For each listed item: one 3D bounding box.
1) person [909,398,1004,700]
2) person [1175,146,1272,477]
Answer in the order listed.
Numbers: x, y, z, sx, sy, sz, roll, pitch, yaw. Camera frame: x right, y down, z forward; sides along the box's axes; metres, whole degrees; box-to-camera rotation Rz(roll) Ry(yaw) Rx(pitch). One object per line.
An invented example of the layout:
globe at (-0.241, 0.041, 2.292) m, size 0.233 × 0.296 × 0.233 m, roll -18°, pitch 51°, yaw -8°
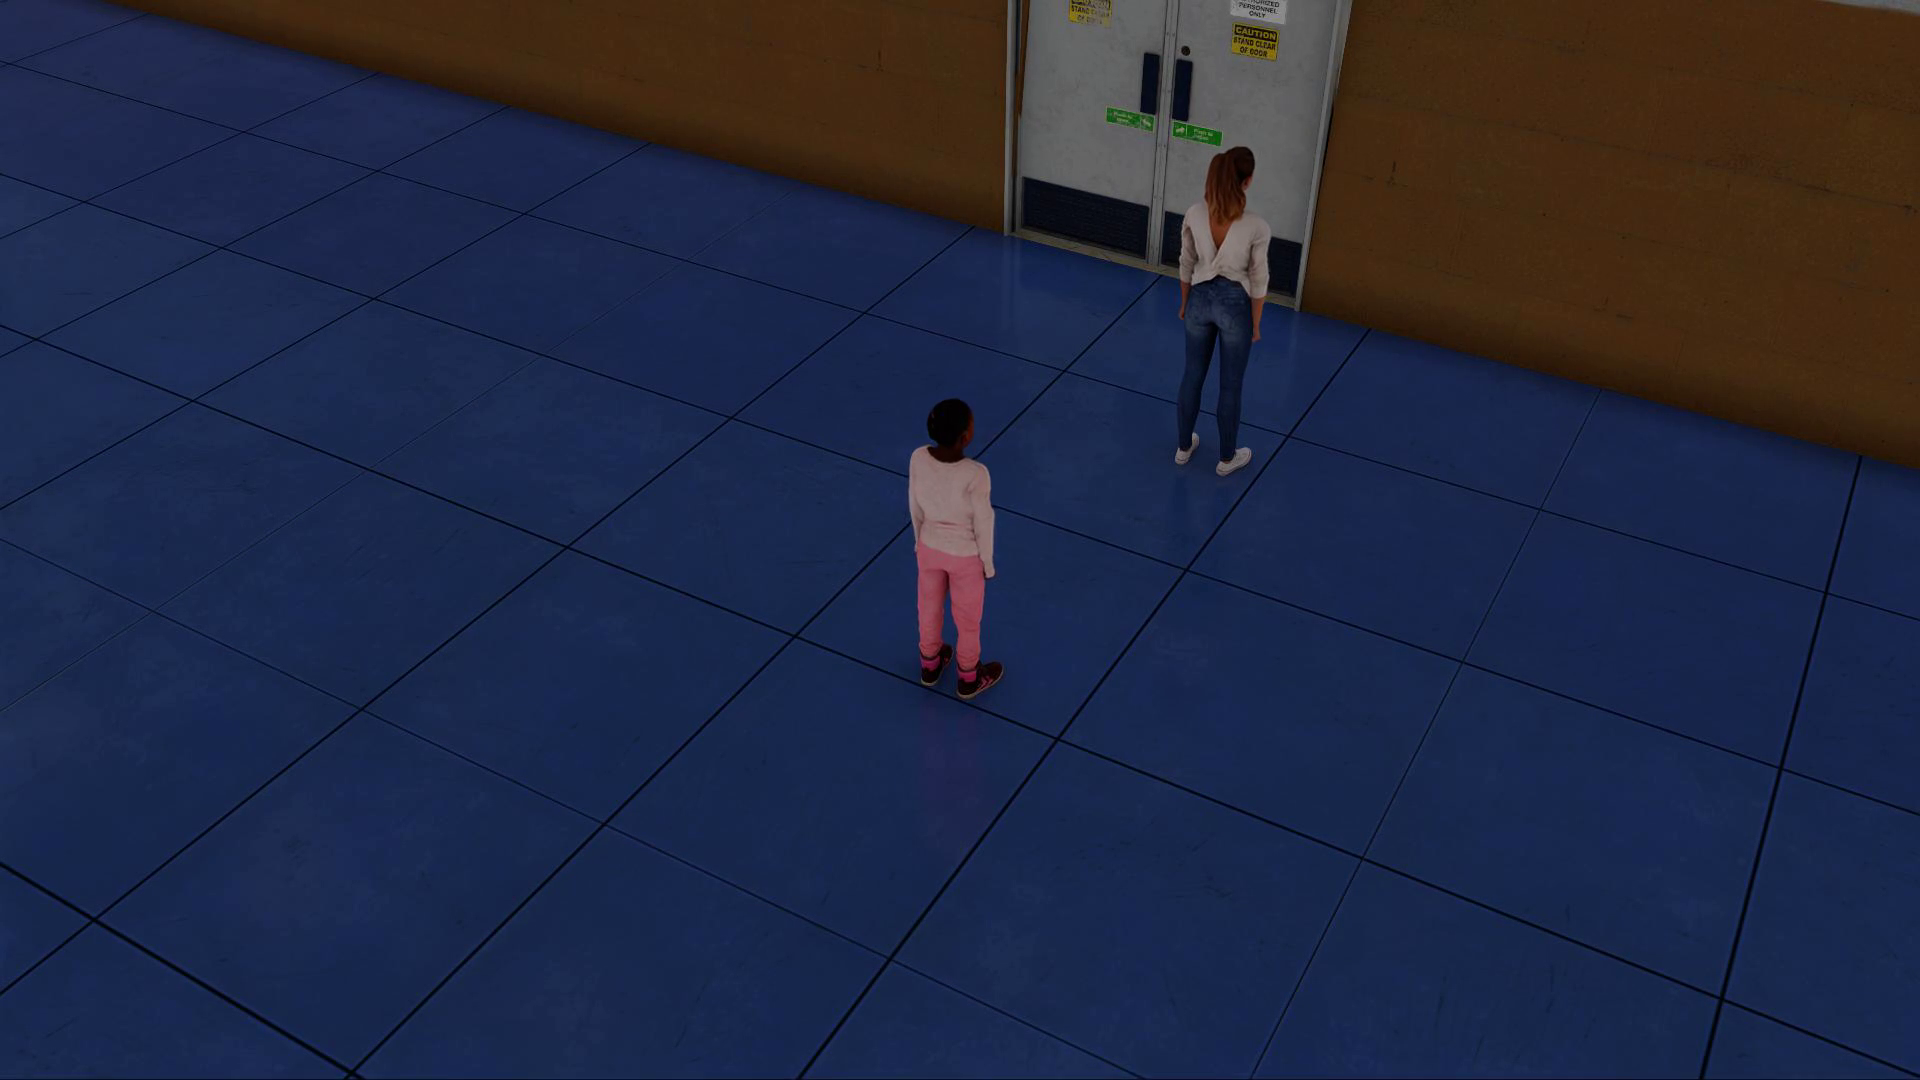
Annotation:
person at (-0.033, 0.027, 6.854) m, size 0.535 × 1.442 × 0.487 m, roll 21°, pitch 41°, yaw 25°
person at (1.270, -1.106, 8.134) m, size 0.604 × 1.719 × 0.509 m, roll 21°, pitch 41°, yaw 25°
